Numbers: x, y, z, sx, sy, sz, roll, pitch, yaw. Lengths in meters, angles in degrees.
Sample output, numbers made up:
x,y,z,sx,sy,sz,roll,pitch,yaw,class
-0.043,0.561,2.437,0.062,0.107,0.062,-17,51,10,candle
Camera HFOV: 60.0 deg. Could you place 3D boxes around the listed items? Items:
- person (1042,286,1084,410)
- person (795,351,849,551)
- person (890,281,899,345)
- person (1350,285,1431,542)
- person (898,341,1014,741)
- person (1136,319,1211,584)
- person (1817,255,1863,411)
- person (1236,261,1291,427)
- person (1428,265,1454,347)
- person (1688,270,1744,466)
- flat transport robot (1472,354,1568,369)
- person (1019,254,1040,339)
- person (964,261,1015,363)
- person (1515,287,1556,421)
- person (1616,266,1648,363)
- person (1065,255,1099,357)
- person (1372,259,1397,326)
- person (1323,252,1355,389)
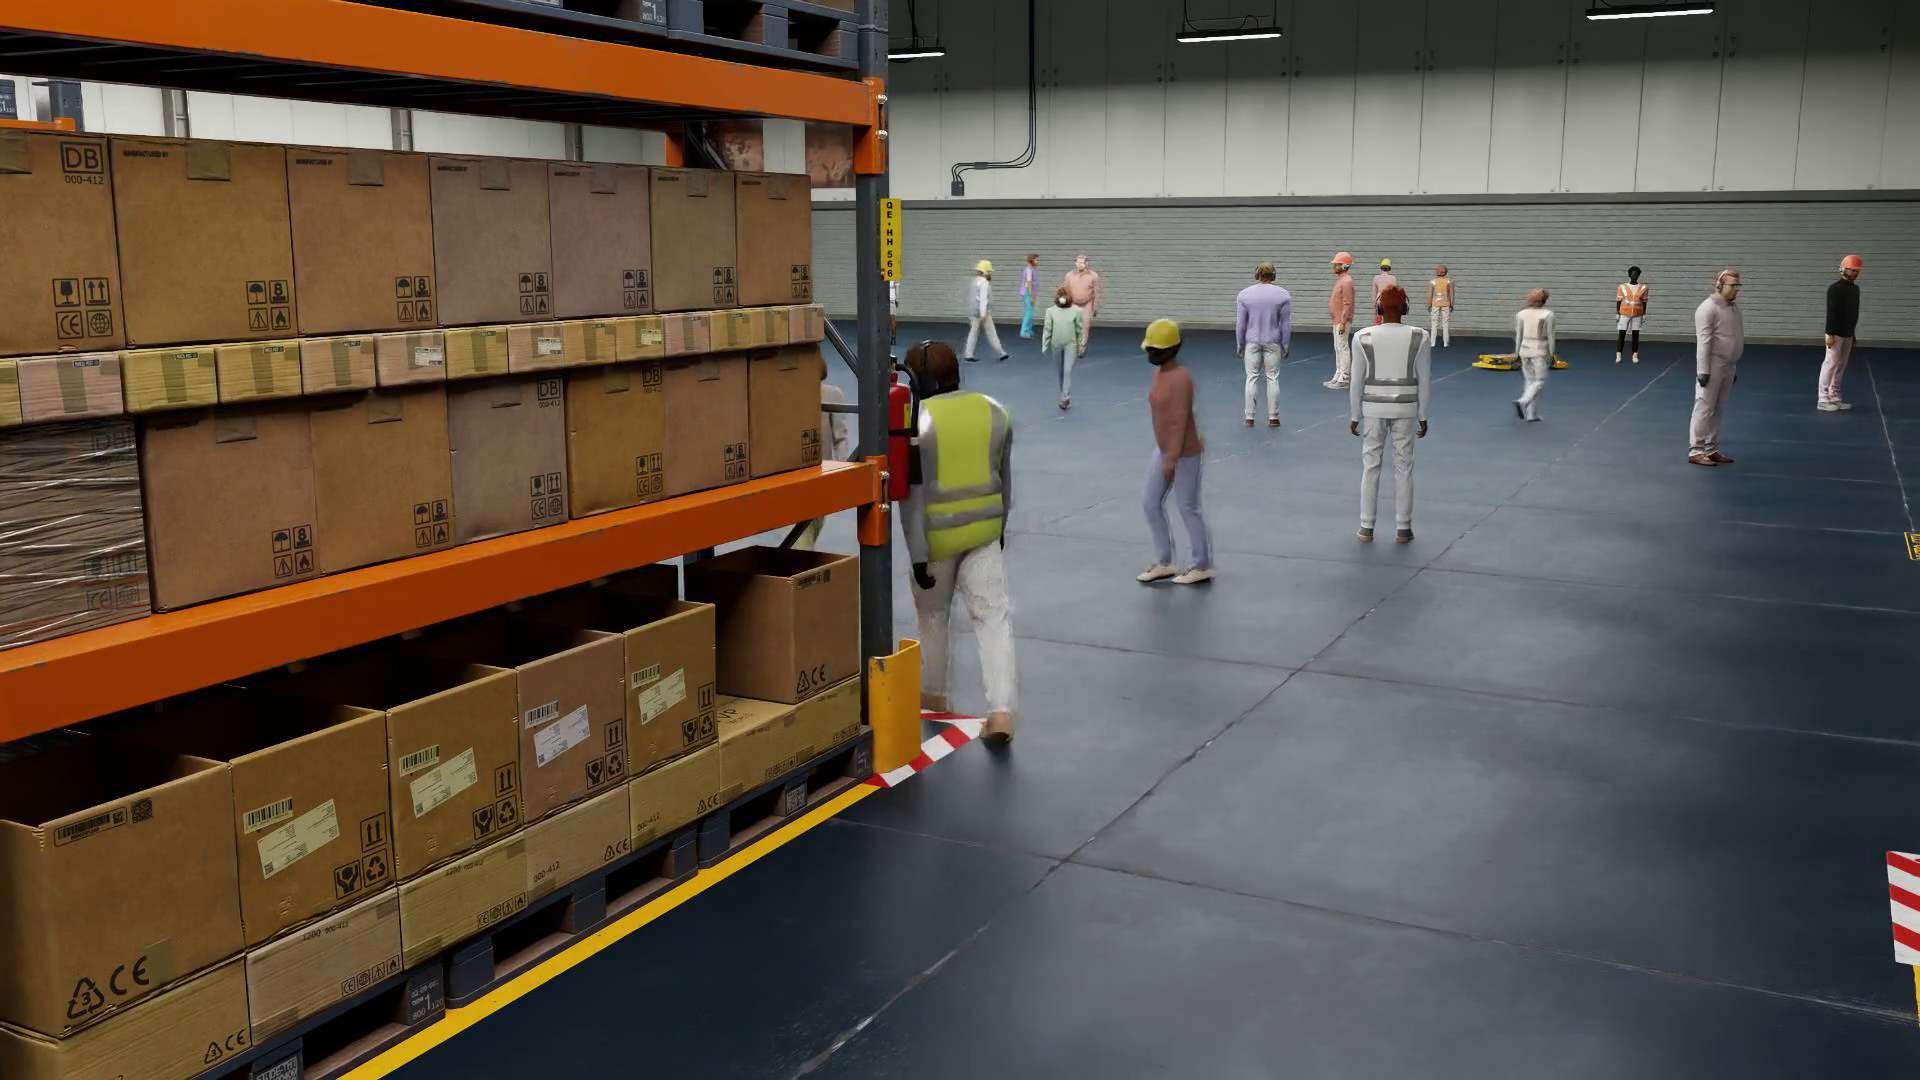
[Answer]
x,y,z,sx,sy,sz,roll,pitch,yaw,class
1.316,-2.465,21.410,0.516,1.582,0.869,3,11,16,person
-0.960,-0.448,10.381,0.505,1.608,0.765,-4,11,-23,person
-1.513,-4.924,33.873,0.552,1.935,0.360,-5,11,-24,person
3.146,-0.919,12.192,0.576,1.882,0.355,2,11,13,person
-0.012,-0.002,7.486,0.639,1.788,0.956,-5,11,-25,person
1.378,-0.546,10.571,0.590,1.712,0.545,-3,11,-18,person
11.337,-2.656,21.359,0.614,1.990,0.392,-7,12,-33,person
3.549,-2.286,19.486,0.635,1.937,0.354,2,11,12,person
9.638,-4.677,33.345,0.514,1.639,0.310,3,11,16,person
7.441,-1.682,16.289,0.648,1.904,0.401,-8,13,-39,person
9.417,-3.008,27.975,1.431,0.197,0.652,-3,11,-18,flat transport robot
1.514,-5.286,36.114,0.416,1.845,0.764,1,10,4,person
0.485,-3.985,29.157,0.911,1.782,0.623,-3,11,-16,person
6.857,-2.212,19.932,0.564,1.618,0.528,-7,13,-35,person
11.817,-3.963,29.288,0.535,1.700,0.318,2,11,13,person
2.239,-4.325,30.753,0.646,1.890,0.579,2,11,12,person
8.529,-4.747,33.381,0.533,1.767,0.315,9,14,40,person
5.587,-3.217,24.406,0.373,1.997,0.616,0,10,2,person
